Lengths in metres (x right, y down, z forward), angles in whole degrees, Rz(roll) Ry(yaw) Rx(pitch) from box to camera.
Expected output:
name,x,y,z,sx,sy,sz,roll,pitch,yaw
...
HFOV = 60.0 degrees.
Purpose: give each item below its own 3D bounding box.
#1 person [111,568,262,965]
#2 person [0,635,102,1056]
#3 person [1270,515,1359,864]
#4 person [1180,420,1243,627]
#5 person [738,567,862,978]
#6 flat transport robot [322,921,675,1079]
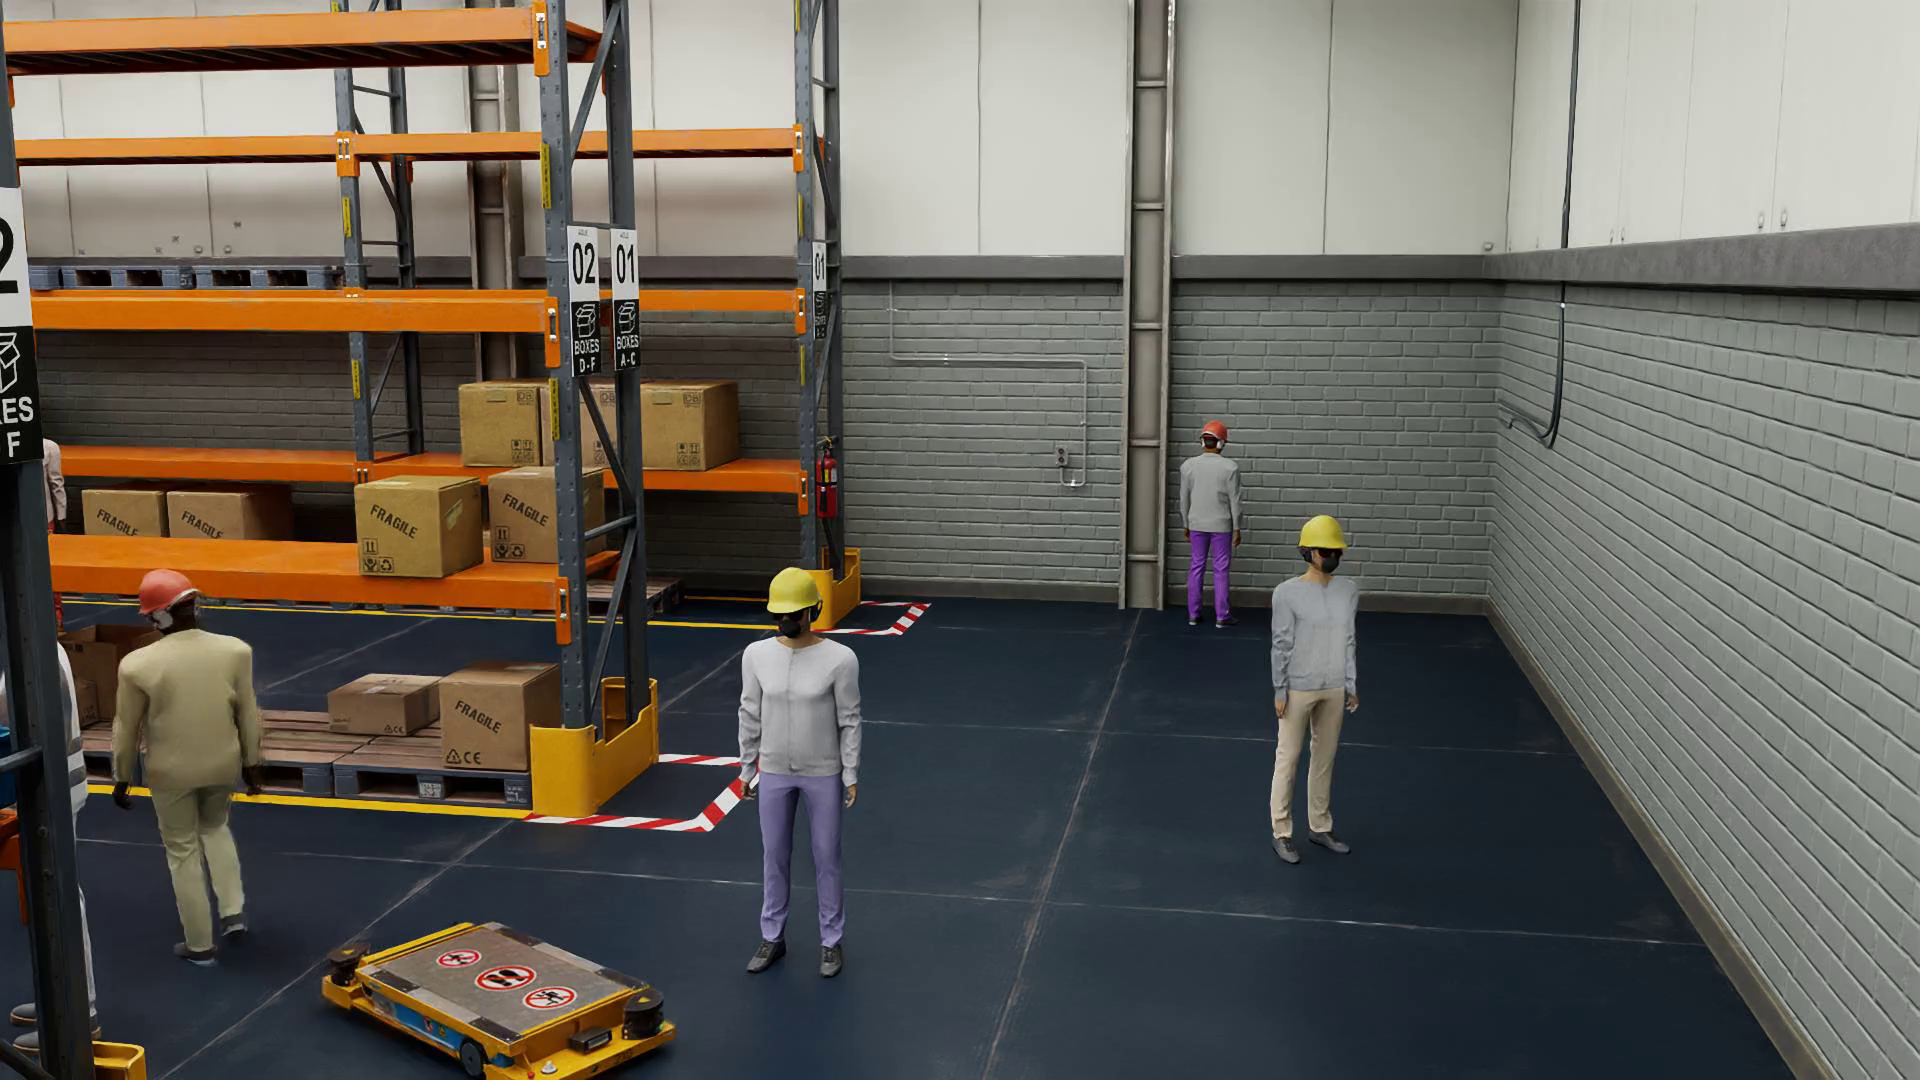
name,x,y,z,sx,sy,sz,roll,pitch,yaw
person,-3.344,0.977,7.202,0.401,1.723,0.570,8,12,40
person,-3.547,1.026,6.406,0.341,1.882,0.586,-5,10,-28
person,1.808,0.750,8.471,0.524,1.772,0.301,-4,10,-26
person,2.133,-0.136,14.037,0.559,1.745,0.333,6,11,32
person,-0.682,0.984,7.034,0.533,1.767,0.326,2,9,10
flat transport robot,-1.849,1.802,6.577,1.431,0.197,0.652,7,12,39
